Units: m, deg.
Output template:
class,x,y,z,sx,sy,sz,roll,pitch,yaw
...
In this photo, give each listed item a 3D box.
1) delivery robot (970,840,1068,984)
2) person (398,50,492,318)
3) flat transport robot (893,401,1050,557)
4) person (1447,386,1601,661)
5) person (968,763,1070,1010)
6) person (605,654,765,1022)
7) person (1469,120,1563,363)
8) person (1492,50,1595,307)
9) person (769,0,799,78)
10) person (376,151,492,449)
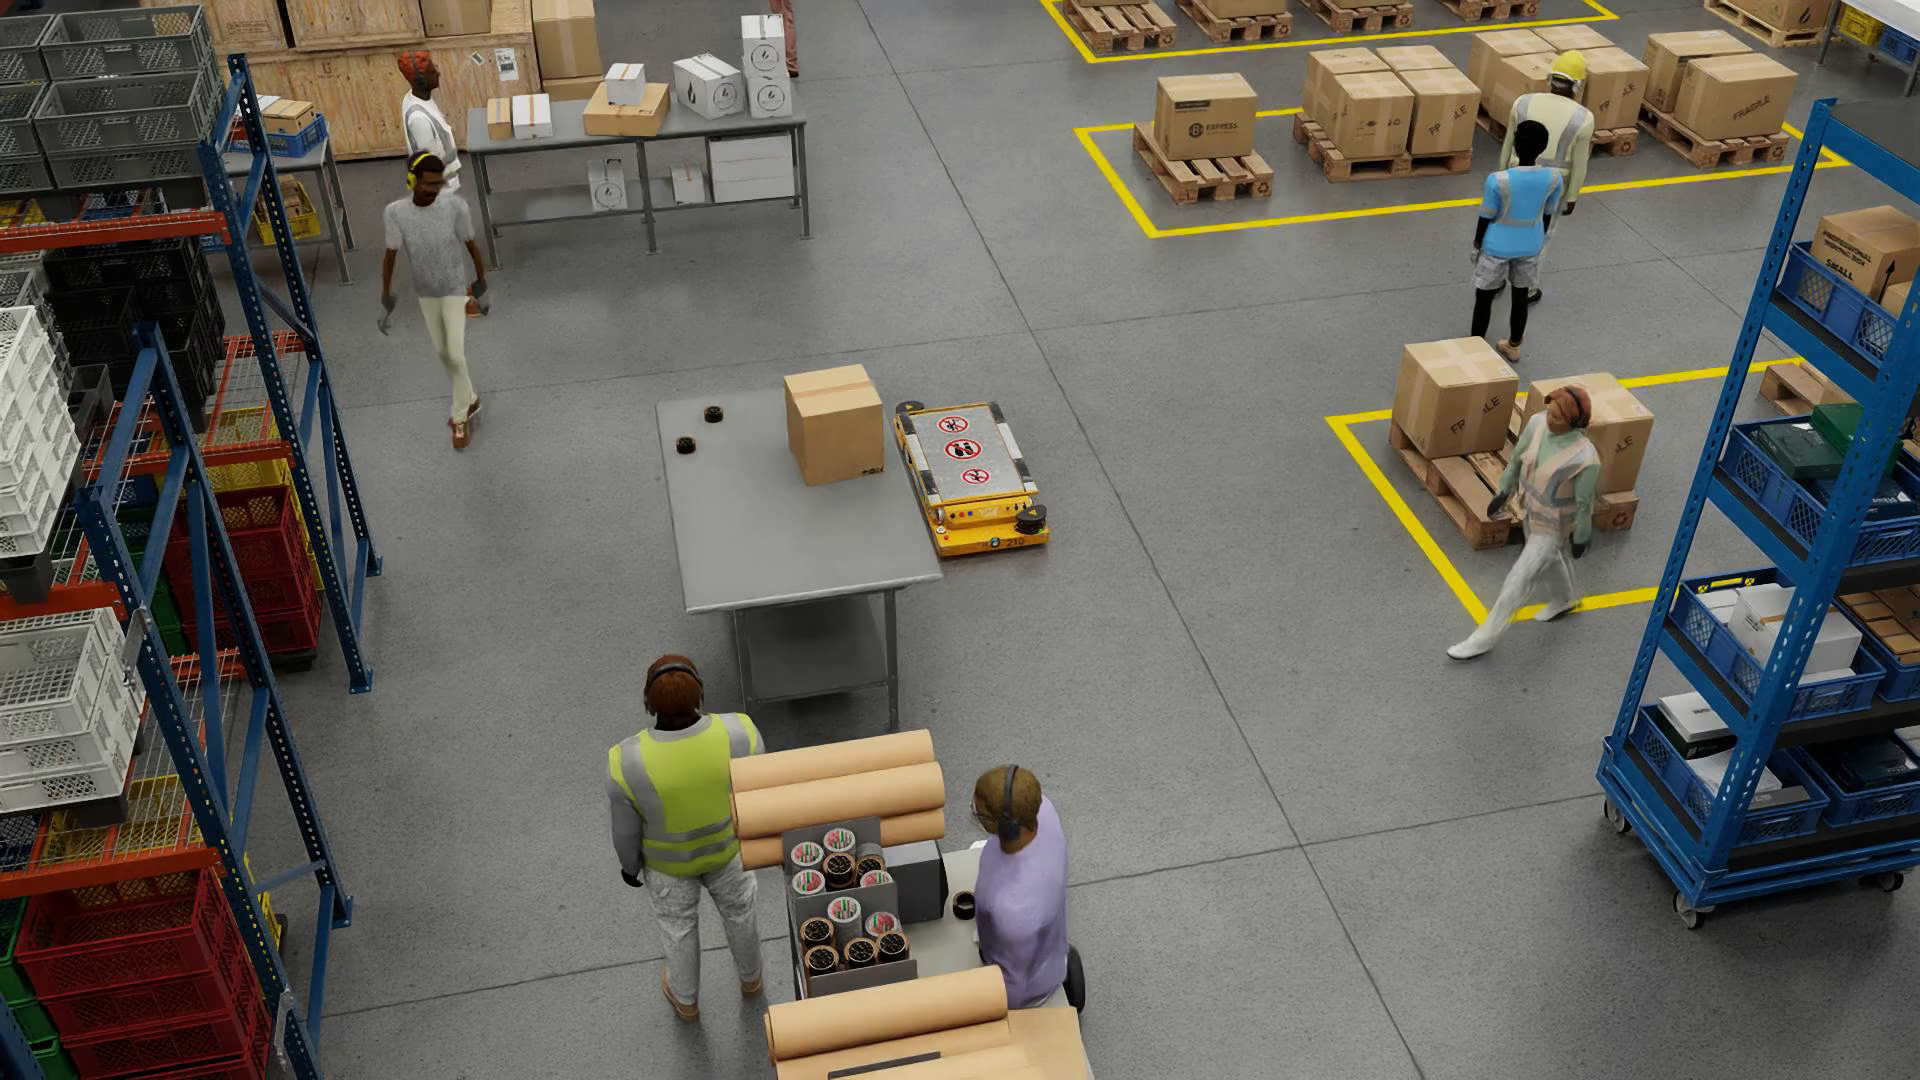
class,x,y,z,sx,sy,sz,roll,pitch,yaw
delivery robot,0.234,1.591,7.081,0.477,0.478,0.707,-5,37,-6
person,-3.585,-2.448,11.479,0.354,1.884,0.576,-12,38,-15
flat transport robot,0.046,-0.430,10.108,0.652,0.197,1.431,-8,37,-10
person,3.019,-0.123,8.595,0.887,1.587,0.521,-11,38,-15
person,0.210,1.550,6.074,0.372,1.931,0.625,5,37,6
person,-1.061,1.191,6.623,0.635,1.842,0.429,-15,39,-19
person,3.620,-1.937,10.957,0.536,1.689,0.319,-5,37,-6
person,4.060,-2.509,11.625,0.592,1.814,0.433,25,43,30
person,-1.682,-5.178,15.142,0.401,1.900,0.649,-4,37,-5
person,-3.240,-1.443,10.182,0.601,1.834,0.607,3,37,3
